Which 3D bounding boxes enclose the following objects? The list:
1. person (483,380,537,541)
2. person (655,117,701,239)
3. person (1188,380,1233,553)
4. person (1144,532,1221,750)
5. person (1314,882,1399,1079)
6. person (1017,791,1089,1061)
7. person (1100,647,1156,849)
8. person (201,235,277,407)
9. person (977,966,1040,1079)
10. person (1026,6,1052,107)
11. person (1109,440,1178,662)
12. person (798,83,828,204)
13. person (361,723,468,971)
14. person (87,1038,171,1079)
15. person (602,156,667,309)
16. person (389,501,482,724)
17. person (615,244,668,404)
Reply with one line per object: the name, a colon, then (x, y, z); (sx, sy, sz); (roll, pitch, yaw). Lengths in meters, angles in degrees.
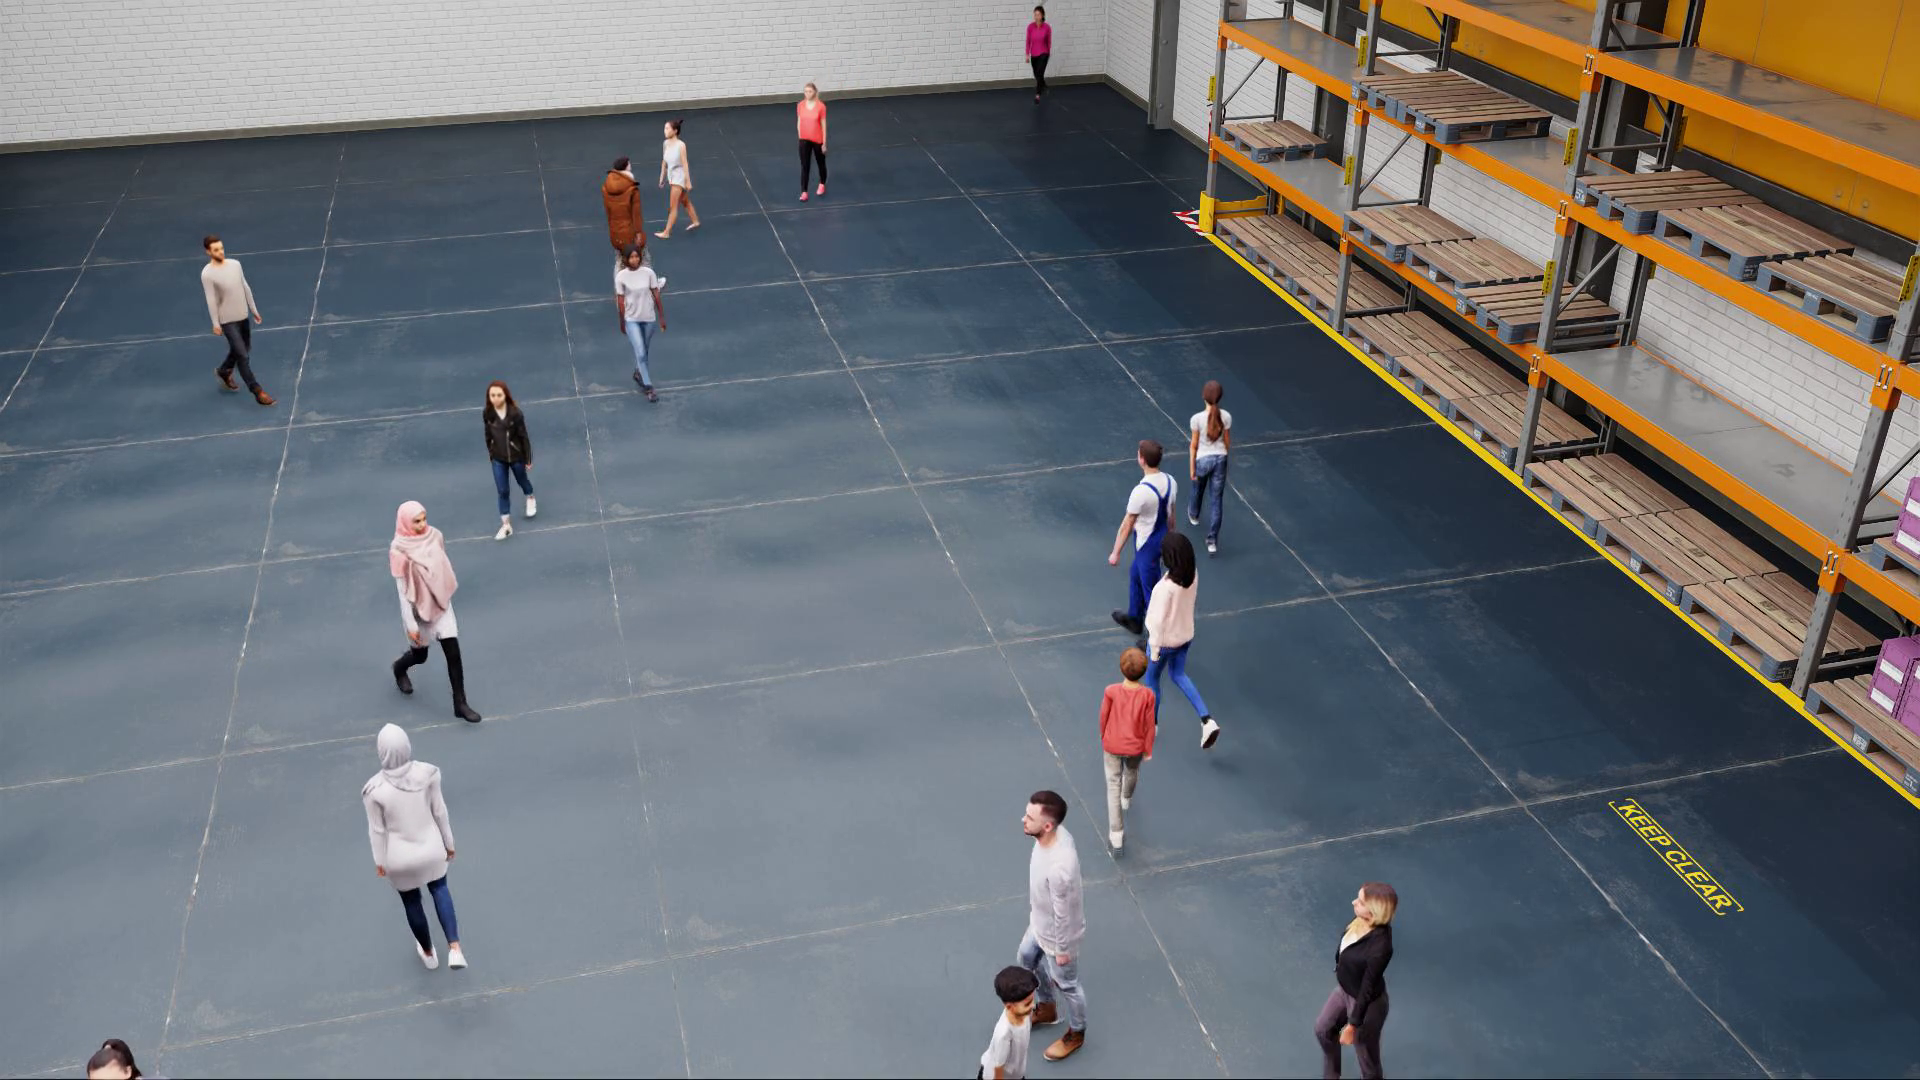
person: (-4.075, -0.795, 15.128); (0.761, 1.447, 1.046); (0, 29, 1)
person: (-3.762, -4.898, 22.530); (1.074, 1.563, 1.000); (25, 37, 38)
person: (2.235, -0.636, 14.759); (0.716, 1.522, 1.118); (0, 29, 0)
person: (1.586, 0.752, 11.975); (1.125, 1.752, 0.954); (25, 37, 38)
person: (2.236, 2.494, 8.880); (0.760, 1.658, 0.660); (1, 29, 2)
person: (0.572, 2.142, 9.352); (0.777, 1.824, 0.608); (-6, 29, -11)
person: (1.105, 1.410, 11.149); (0.656, 1.387, 0.986); (0, 29, -1)
person: (-7.709, -2.338, 17.546); (1.163, 1.841, 1.161); (13, 31, 22)
person: (0.181, 2.753, 8.852); (0.821, 1.229, 0.796); (13, 31, 22)
person: (1.415, -8.426, 28.907); (0.969, 1.650, 1.184); (7, 29, 13)
person: (1.567, 0.119, 13.058); (1.055, 1.826, 0.914); (23, 36, 36)
person: (-2.082, -5.725, 23.964); (0.950, 1.641, 1.206); (6, 29, 10)
person: (-3.216, 1.901, 9.856); (0.738, 1.765, 0.890); (-16, 33, -27)
person: (-3.868, 3.010, 7.959); (0.665, 1.634, 0.779); (-12, 31, -21)
person: (-4.064, -3.664, 20.026); (1.095, 1.795, 1.202); (11, 30, 19)
person: (-4.029, 0.528, 12.360); (1.197, 1.775, 1.064); (19, 34, 31)
person: (-3.422, -2.338, 17.719); (0.766, 1.676, 1.183); (-14, 32, -24)
